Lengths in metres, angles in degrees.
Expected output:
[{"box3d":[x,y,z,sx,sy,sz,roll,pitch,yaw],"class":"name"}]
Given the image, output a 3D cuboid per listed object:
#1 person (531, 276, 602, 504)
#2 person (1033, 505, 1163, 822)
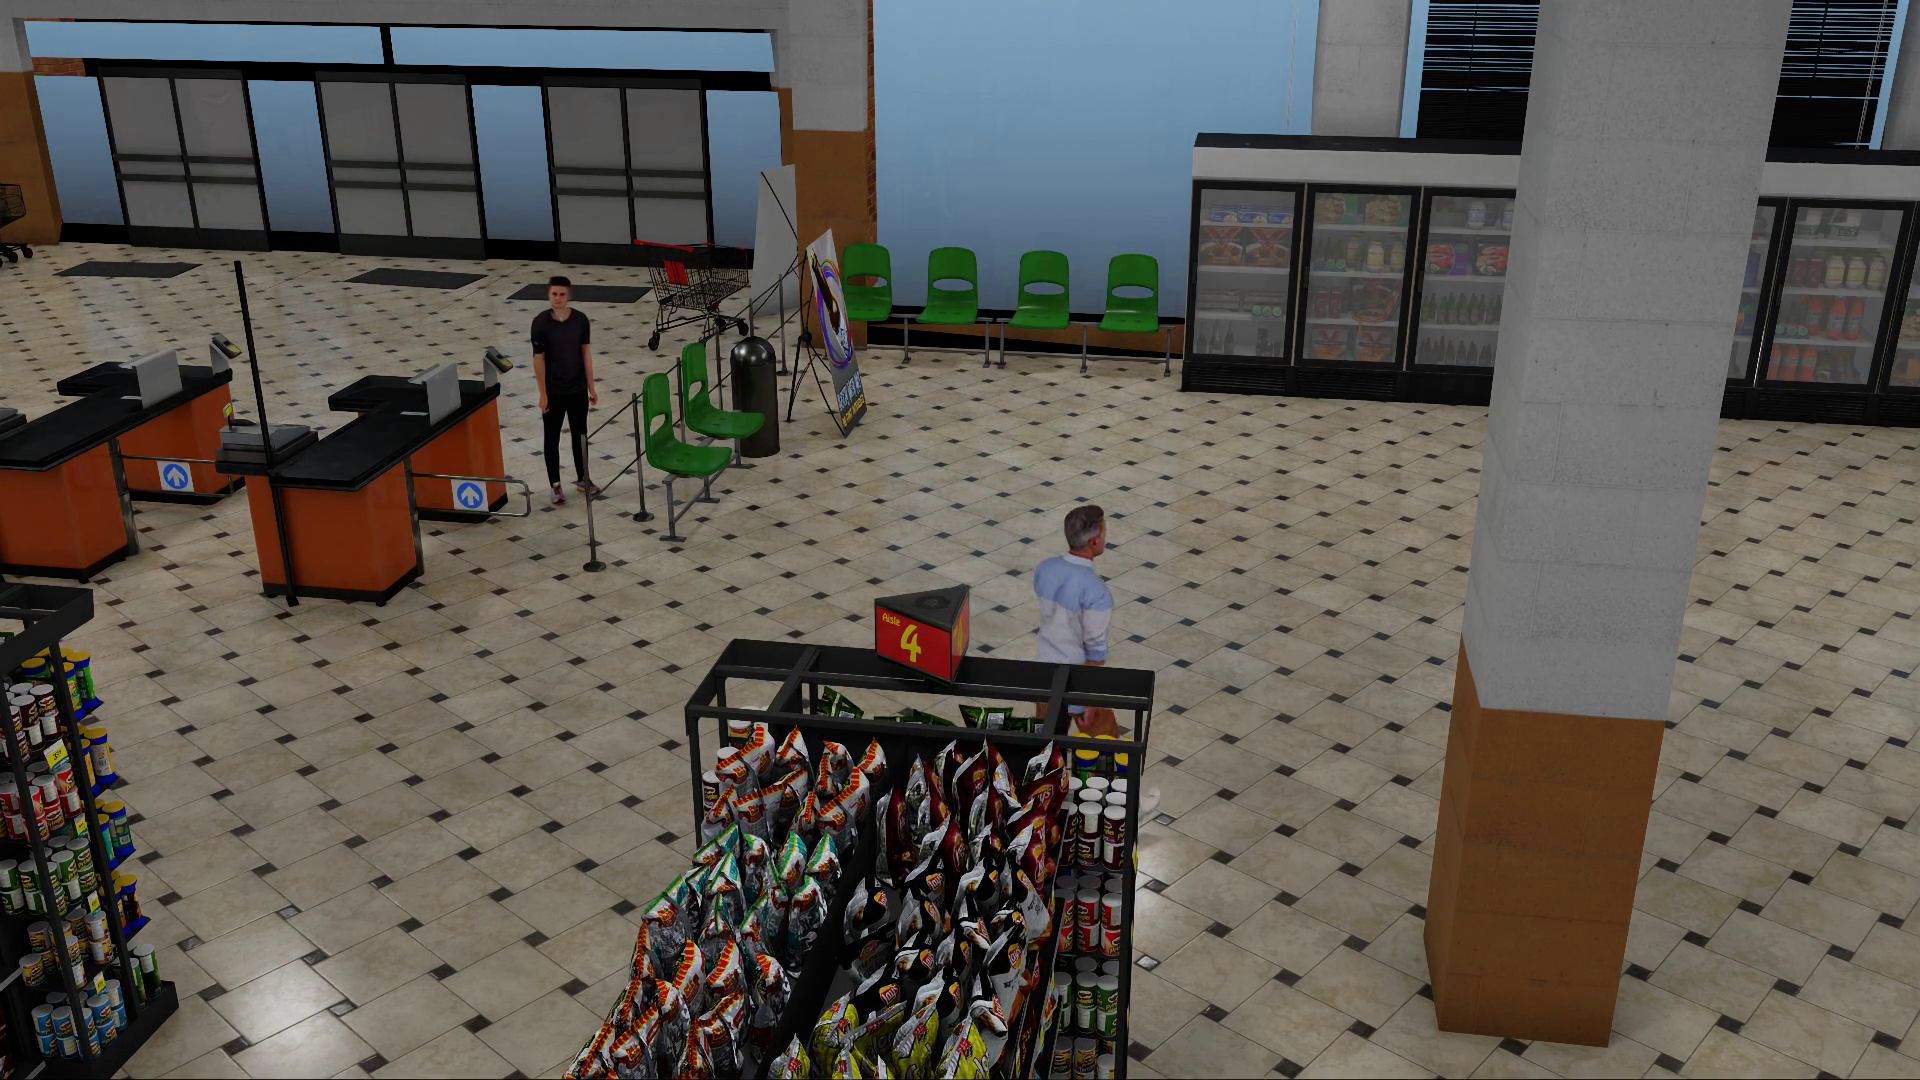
[{"box3d":[-3.069,-1.183,12.923,0.716,1.762,0.772,-14,26,-32],"class":"person"},{"box3d":[0.492,0.711,8.168,1.139,1.791,1.050,-17,27,-36],"class":"person"}]
